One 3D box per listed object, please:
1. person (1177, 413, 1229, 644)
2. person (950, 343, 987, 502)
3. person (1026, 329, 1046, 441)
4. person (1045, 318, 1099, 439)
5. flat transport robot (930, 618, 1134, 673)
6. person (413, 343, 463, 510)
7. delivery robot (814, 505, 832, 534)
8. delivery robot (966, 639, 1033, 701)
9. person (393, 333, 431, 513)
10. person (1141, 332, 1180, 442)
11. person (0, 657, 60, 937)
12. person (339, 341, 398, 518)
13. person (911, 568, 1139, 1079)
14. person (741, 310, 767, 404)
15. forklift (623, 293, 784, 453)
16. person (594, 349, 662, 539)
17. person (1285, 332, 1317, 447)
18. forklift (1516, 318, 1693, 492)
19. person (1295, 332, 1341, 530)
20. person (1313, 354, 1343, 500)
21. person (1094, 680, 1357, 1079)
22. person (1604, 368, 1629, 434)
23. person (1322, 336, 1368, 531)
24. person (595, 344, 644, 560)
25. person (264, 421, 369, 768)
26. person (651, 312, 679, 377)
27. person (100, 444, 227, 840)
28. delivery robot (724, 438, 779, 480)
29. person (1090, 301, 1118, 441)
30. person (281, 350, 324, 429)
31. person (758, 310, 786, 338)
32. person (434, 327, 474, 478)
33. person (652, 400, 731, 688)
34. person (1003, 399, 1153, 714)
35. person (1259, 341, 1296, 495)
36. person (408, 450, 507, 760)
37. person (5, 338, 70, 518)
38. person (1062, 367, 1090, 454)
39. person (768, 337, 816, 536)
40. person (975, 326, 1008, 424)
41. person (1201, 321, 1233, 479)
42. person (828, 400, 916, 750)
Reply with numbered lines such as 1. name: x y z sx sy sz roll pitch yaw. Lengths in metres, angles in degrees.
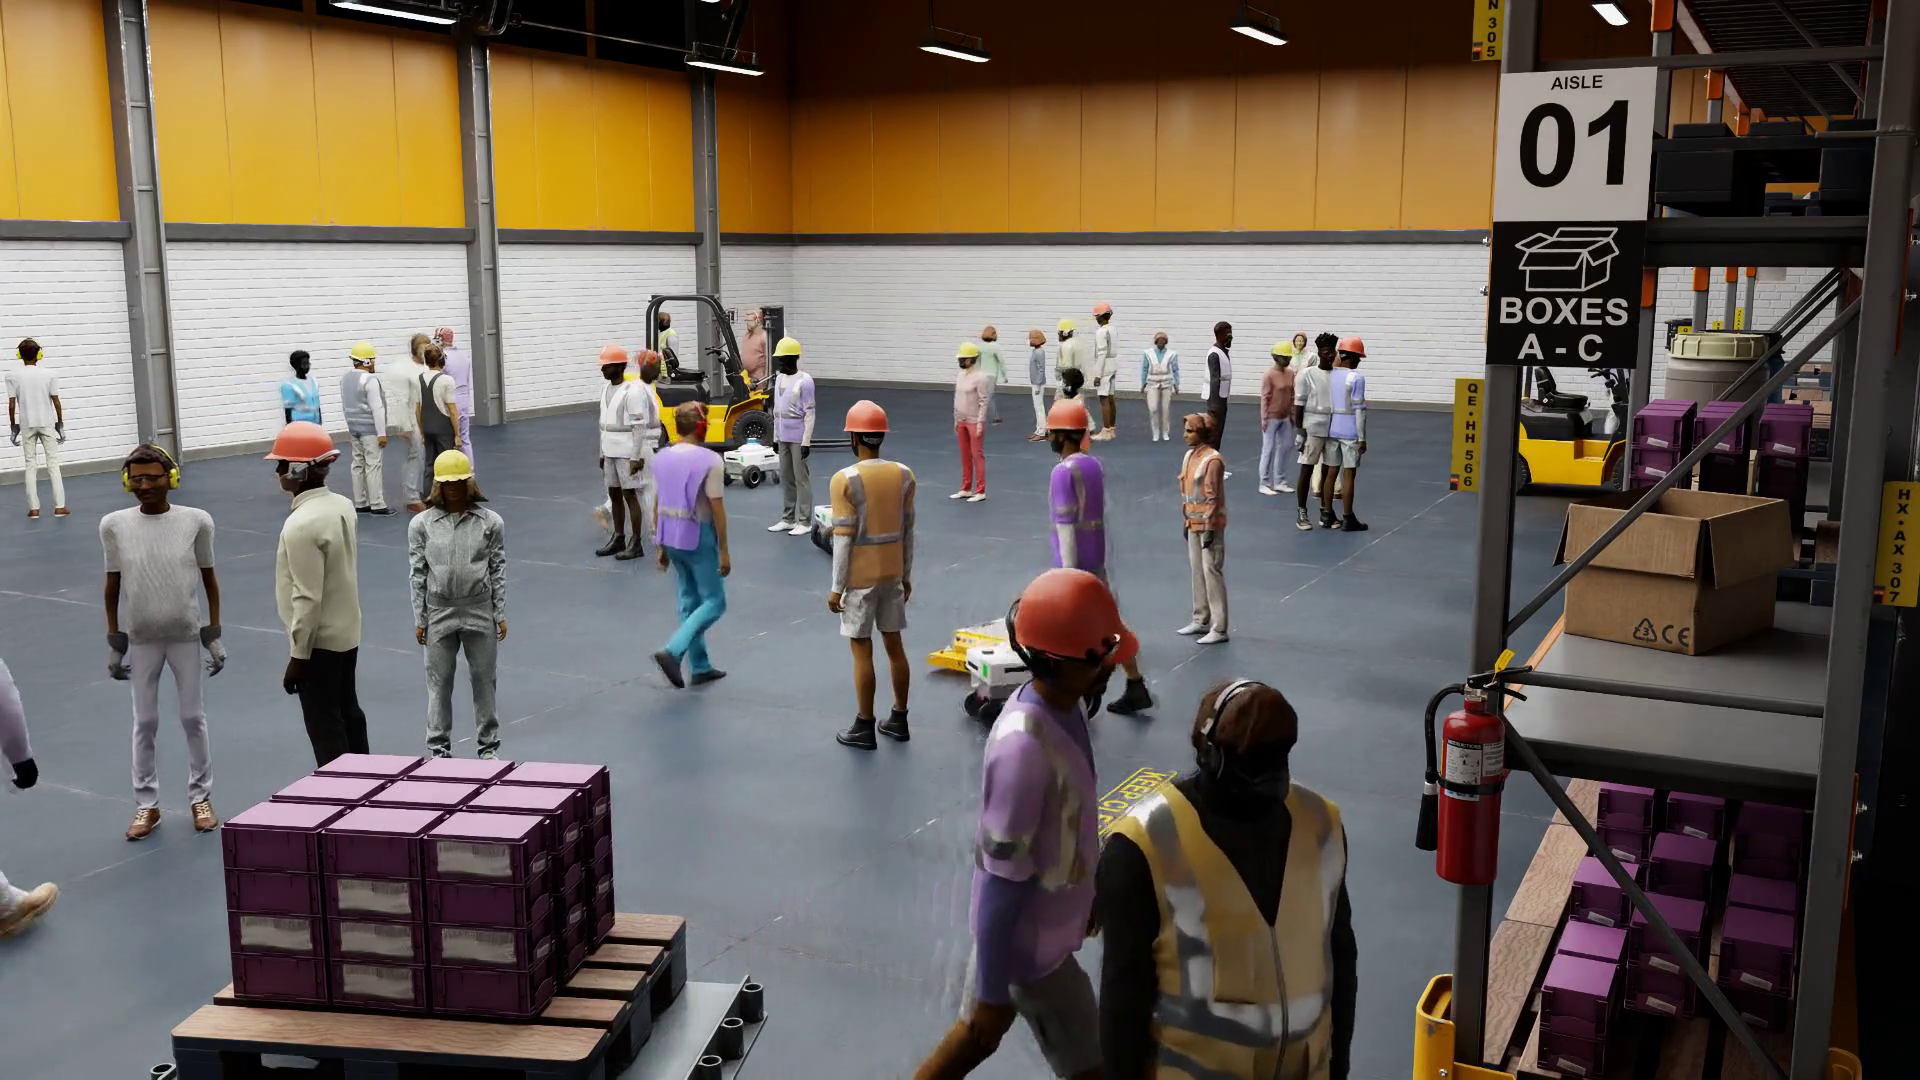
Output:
1. person: 1.719 -0.087 11.786 0.321 1.630 0.513 -3 10 -17
2. person: 0.092 -1.298 18.413 0.358 1.760 0.533 -8 12 -38
3. person: 1.124 -2.259 24.332 0.264 1.631 0.508 -1 10 -3
4. person: 1.640 -2.346 24.397 0.859 1.806 0.604 5 11 25
5. flat transport robot: 0.507 0.676 11.276 0.652 0.197 1.431 8 13 40
6. person: -5.235 -1.055 16.747 0.506 1.847 0.346 4 11 22
7. delivery robot: -0.967 -0.214 15.322 0.707 0.478 0.477 -3 10 -18
8. delivery robot: 0.404 0.743 9.801 0.707 0.478 0.477 -3 10 -18
9. person: -5.681 -1.224 17.527 0.484 1.914 0.699 5 11 25
10. person: 2.917 -2.225 24.204 0.571 1.602 0.652 1 10 7
11. person: -3.827 0.779 6.299 0.656 1.788 0.969 3 10 15
12. person: -6.168 -1.149 17.328 0.588 1.833 0.404 7 12 35
13. person: 0.209 1.013 4.439 1.087 1.975 0.733 2 10 9
14. person: -3.021 -2.419 24.475 0.652 1.904 0.403 10 14 44
15. forklift: -3.588 -2.317 23.042 2.313 2.155 1.214 -1 10 -5
16. person: -3.098 -0.897 15.831 0.769 1.855 0.633 0 10 -2
17. person: 4.757 -2.101 23.399 0.522 1.640 0.306 1 10 5
18. forklift: 7.066 -1.601 18.899 2.313 2.155 1.214 5 11 27
19. person: 3.612 -1.086 16.574 0.608 1.966 0.370 -3 10 -16
20. person: 4.146 -1.253 18.544 0.498 1.626 0.284 8 13 40
21. person: 0.608 1.196 3.783 0.644 1.830 0.682 -4 10 -20
22. person: 8.873 -2.047 22.225 0.355 1.936 0.635 -3 10 -18
23. person: 3.830 -1.051 16.491 0.375 1.927 0.543 -6 12 -33
24. person: -3.077 -0.790 14.947 0.552 1.936 0.358 9 13 42
25. person: -2.925 0.452 7.588 0.379 1.996 0.611 0 10 -2
26. person: -4.565 -2.592 25.661 0.429 1.844 0.626 -7 12 -33
27. person: -3.745 0.471 7.842 0.513 1.871 0.329 -3 10 -19
28. delivery robot: -2.462 -0.965 19.685 0.477 0.478 0.707 7 12 34
29. person: 2.094 -2.458 24.307 0.394 2.040 0.609 5 11 24
30. person: -7.283 -1.262 18.383 0.426 1.684 0.545 4 10 20
31. person: -3.027 -2.797 26.797 0.664 1.855 0.428 -5 11 -28
32. person: -5.950 -1.533 19.400 0.407 1.895 0.662 2 10 14
33. person: -1.704 0.043 10.428 0.580 1.830 0.606 7 12 37
34. person: 0.734 0.106 9.936 1.000 1.890 0.562 6 12 31
35. person: 3.626 -1.384 18.918 0.524 1.753 0.366 -8 13 -40
36. person: -2.590 0.399 8.630 0.487 1.744 0.297 -4 10 -21
37. person: -9.588 -1.160 17.279 0.519 1.874 0.327 -5 11 -24
38. person: 1.105 -0.815 15.868 0.356 1.675 0.616 1 10 5
39. person: -1.646 -1.010 16.253 0.369 1.927 0.589 -9 13 -41
40. person: 0.451 -2.599 26.393 0.496 1.596 0.837 9 13 43
41. person: 3.146 -1.706 20.308 0.375 1.917 0.598 3 10 18
42. person: -0.508 0.192 9.260 0.550 1.935 0.375 -8 13 -38
